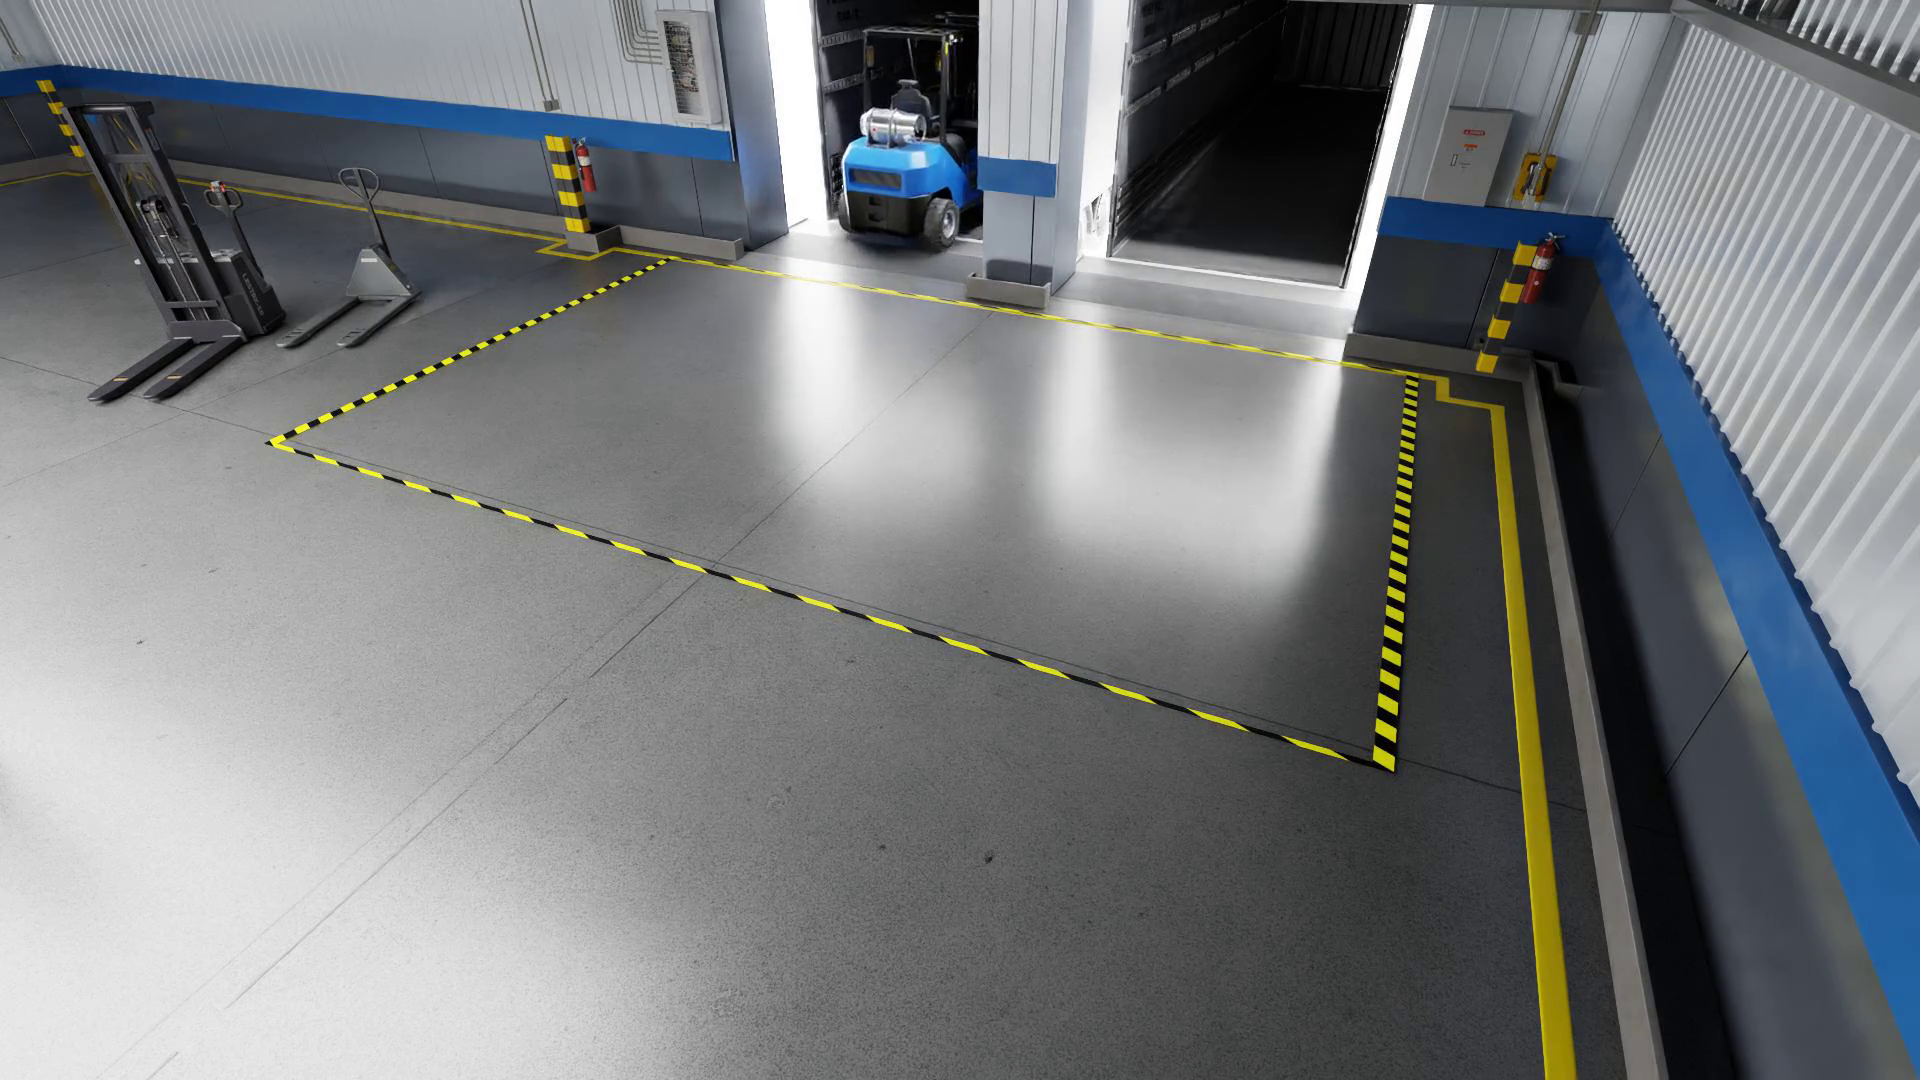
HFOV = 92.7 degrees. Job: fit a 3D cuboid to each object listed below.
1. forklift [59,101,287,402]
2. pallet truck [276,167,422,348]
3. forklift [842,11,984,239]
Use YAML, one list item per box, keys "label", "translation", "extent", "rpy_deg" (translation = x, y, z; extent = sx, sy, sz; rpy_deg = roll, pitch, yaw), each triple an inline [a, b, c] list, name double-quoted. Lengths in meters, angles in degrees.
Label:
- label: "forklift"
  translation: [-6.686, -2.387, 7.434]
  extent: [0.823, 1.965, 1.885]
  rpy_deg: [-3, 35, -5]
- label: "pallet truck"
  translation: [-5.732, -2.611, 8.414]
  extent: [0.680, 1.201, 1.601]
  rpy_deg: [-1, 35, -1]
- label: "forklift"
  translation: [-0.334, -4.930, 10.743]
  extent: [1.157, 2.036, 2.680]
  rpy_deg: [16, 38, 21]
